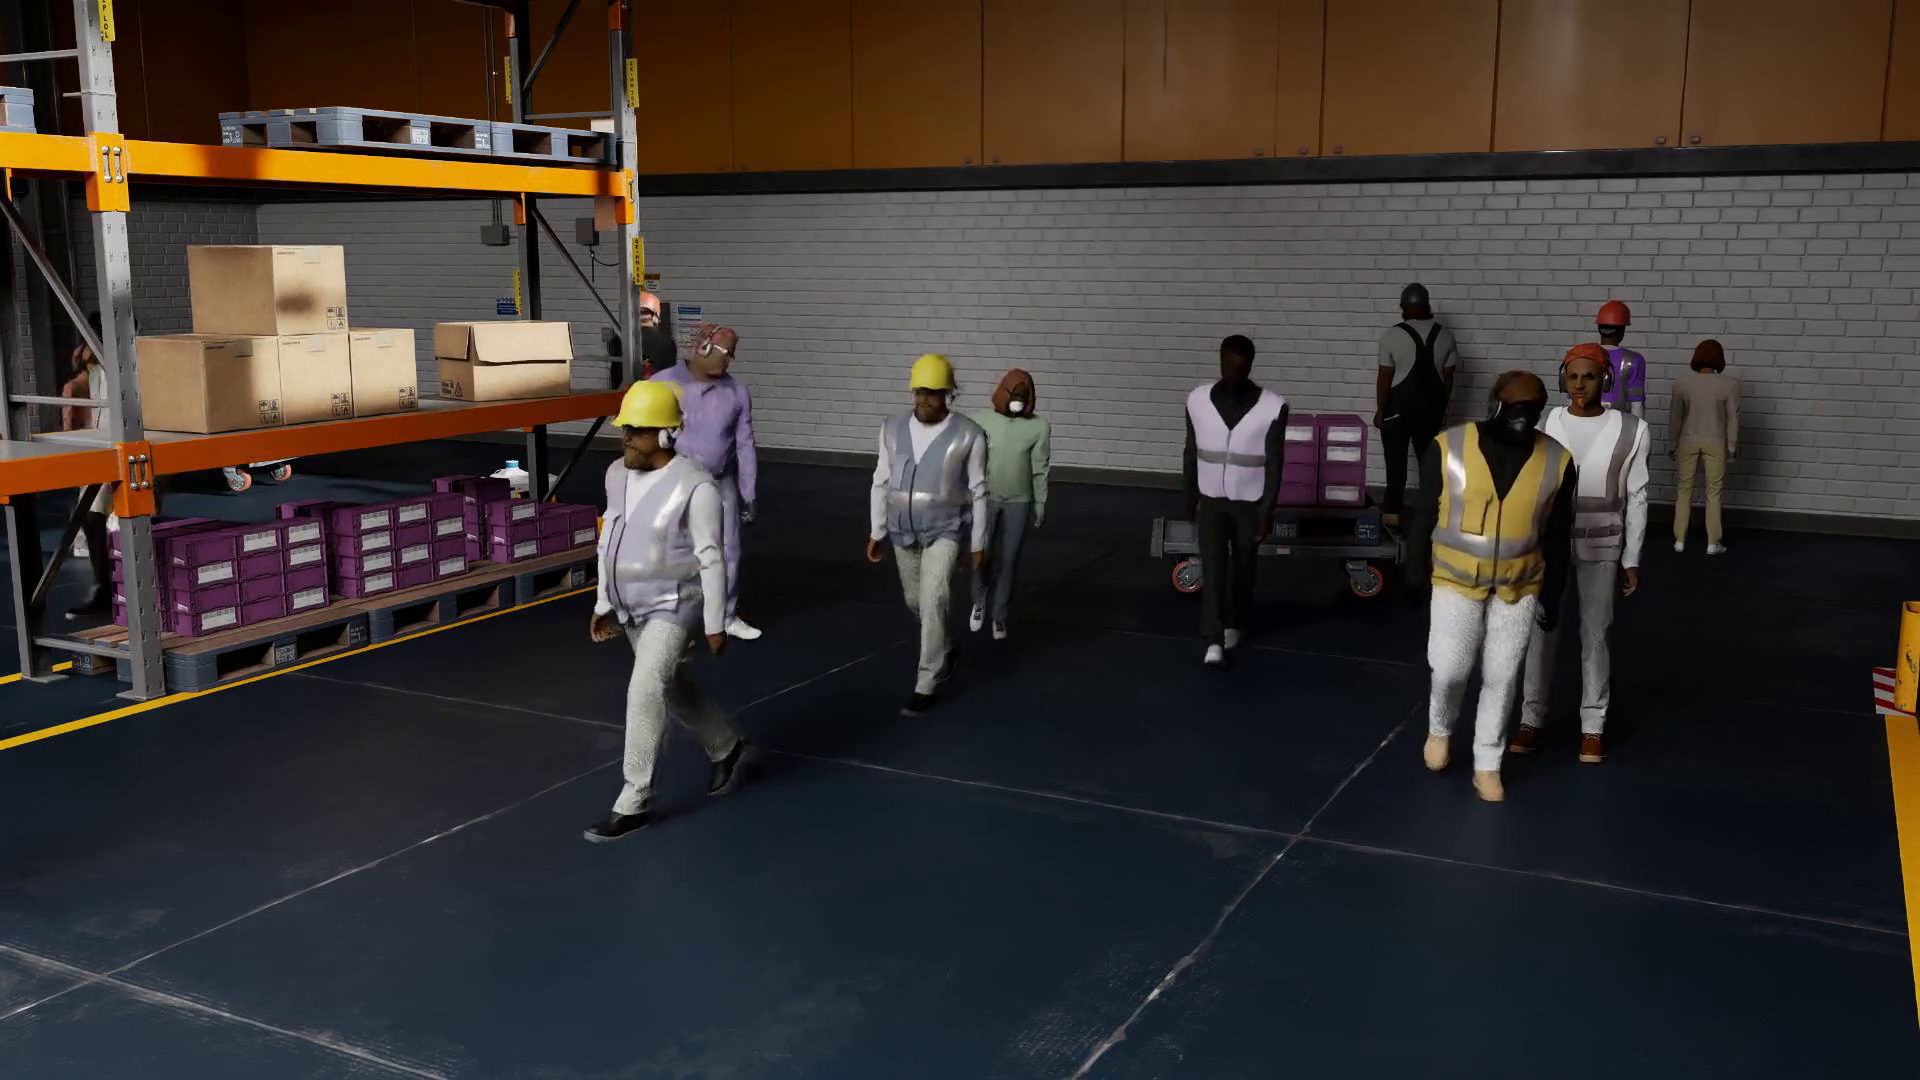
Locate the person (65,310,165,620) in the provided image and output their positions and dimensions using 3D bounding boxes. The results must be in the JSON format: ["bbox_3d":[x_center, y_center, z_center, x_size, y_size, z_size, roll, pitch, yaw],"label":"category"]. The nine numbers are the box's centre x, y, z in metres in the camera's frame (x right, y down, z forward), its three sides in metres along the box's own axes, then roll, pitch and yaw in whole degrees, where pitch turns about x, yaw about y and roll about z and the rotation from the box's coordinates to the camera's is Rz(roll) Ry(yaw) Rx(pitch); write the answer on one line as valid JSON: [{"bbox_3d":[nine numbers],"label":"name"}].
[{"bbox_3d":[-5.245,-0.451,10.253,0.649,1.940,0.772,5,11,28],"label":"person"}]

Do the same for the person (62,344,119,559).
[{"bbox_3d":[-6.300,-0.636,12.300,0.760,1.609,0.530,0,10,1],"label":"person"}]

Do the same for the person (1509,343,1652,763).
[{"bbox_3d":[2.770,0.059,7.490,0.581,1.882,0.351,5,11,26],"label":"person"}]

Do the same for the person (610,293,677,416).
[{"bbox_3d":[-2.742,-1.165,14.430,0.609,1.946,1.011,0,10,0],"label":"person"}]

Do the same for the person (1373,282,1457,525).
[{"bbox_3d":[3.781,-1.145,14.005,0.688,2.000,0.536,-2,10,-11],"label":"person"}]

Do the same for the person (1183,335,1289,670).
[{"bbox_3d":[1.514,-0.220,9.253,0.598,1.838,1.029,3,10,18],"label":"person"}]

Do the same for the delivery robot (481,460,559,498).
[{"bbox_3d":[-3.714,-0.419,13.824,0.707,0.478,0.477,-6,11,-30],"label":"delivery robot"}]

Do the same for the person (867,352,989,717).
[{"bbox_3d":[-0.132,-0.070,8.498,0.580,1.802,0.888,5,11,25],"label":"person"}]

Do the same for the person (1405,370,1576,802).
[{"bbox_3d":[2.210,0.186,6.960,0.651,1.813,0.504,2,10,9],"label":"person"}]

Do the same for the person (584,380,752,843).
[{"bbox_3d":[-1.163,0.243,6.695,0.584,1.799,0.887,9,13,42],"label":"person"}]

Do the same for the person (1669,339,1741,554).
[{"bbox_3d":[5.650,-0.708,12.648,0.498,1.633,0.282,7,12,35],"label":"person"}]

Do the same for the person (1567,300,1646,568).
[{"bbox_3d":[4.683,-0.760,12.072,0.545,1.938,0.359,7,12,35],"label":"person"}]

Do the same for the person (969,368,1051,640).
[{"bbox_3d":[0.250,-0.207,9.790,0.566,1.609,0.359,0,10,-2],"label":"person"}]

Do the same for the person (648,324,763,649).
[{"bbox_3d":[-1.487,-0.285,9.519,0.736,1.879,0.426,-4,10,-20],"label":"person"}]
